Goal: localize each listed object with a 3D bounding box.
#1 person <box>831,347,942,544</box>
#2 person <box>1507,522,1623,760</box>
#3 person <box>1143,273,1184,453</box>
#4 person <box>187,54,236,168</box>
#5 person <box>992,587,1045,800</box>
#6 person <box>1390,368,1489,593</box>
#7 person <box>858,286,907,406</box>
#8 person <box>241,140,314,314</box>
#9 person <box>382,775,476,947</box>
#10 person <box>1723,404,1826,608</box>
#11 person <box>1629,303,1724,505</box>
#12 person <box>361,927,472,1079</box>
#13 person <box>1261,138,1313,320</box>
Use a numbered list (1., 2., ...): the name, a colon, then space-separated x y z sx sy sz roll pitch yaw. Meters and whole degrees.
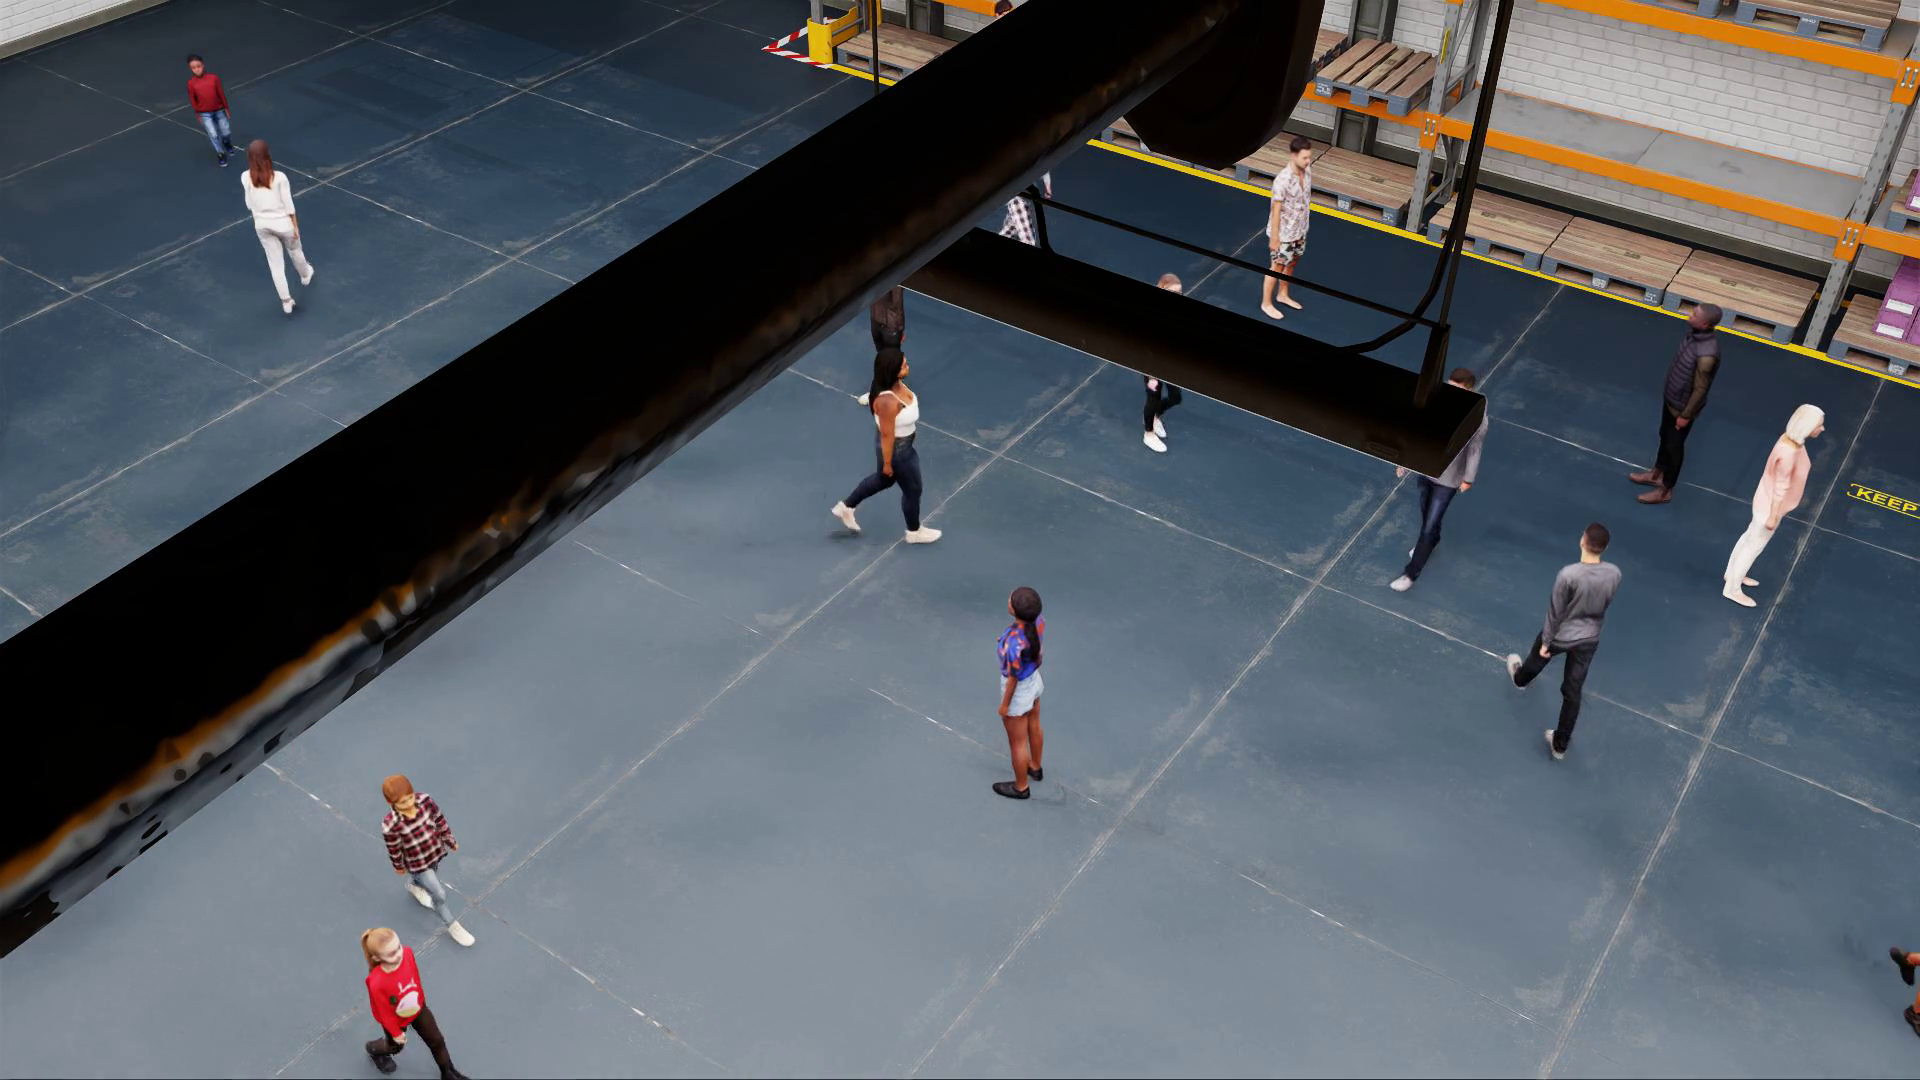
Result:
1. person: -0.607 -0.705 12.885 1.194 1.786 1.045 -1 39 -1
2. person: 4.134 0.714 11.165 1.162 1.714 1.108 -2 39 -2
3. person: 1.634 -1.510 13.968 0.690 1.692 0.701 -27 46 -29
4. person: -8.309 -4.793 18.436 0.634 1.246 0.705 -18 42 -21
5. person: 0.402 0.983 10.805 0.540 1.743 0.610 19 42 22
6. person: 3.670 -0.545 12.647 0.951 1.833 1.083 -27 46 -30
7. person: -0.628 -1.895 14.470 0.654 1.666 0.712 10 40 12
8. person: -6.523 -2.952 15.808 1.062 1.649 1.113 -5 39 -6
9. person: -3.298 1.856 10.076 0.883 1.289 0.542 22 44 25
10. person: 6.066 -0.291 12.415 0.559 1.724 0.627 17 42 20
11. person: 5.807 -1.108 13.350 0.758 1.835 0.776 4 39 5
12. person: -3.121 2.591 9.177 0.906 1.263 0.541 20 43 23
13. person: 3.086 -2.976 15.708 0.630 1.810 0.708 31 48 33
